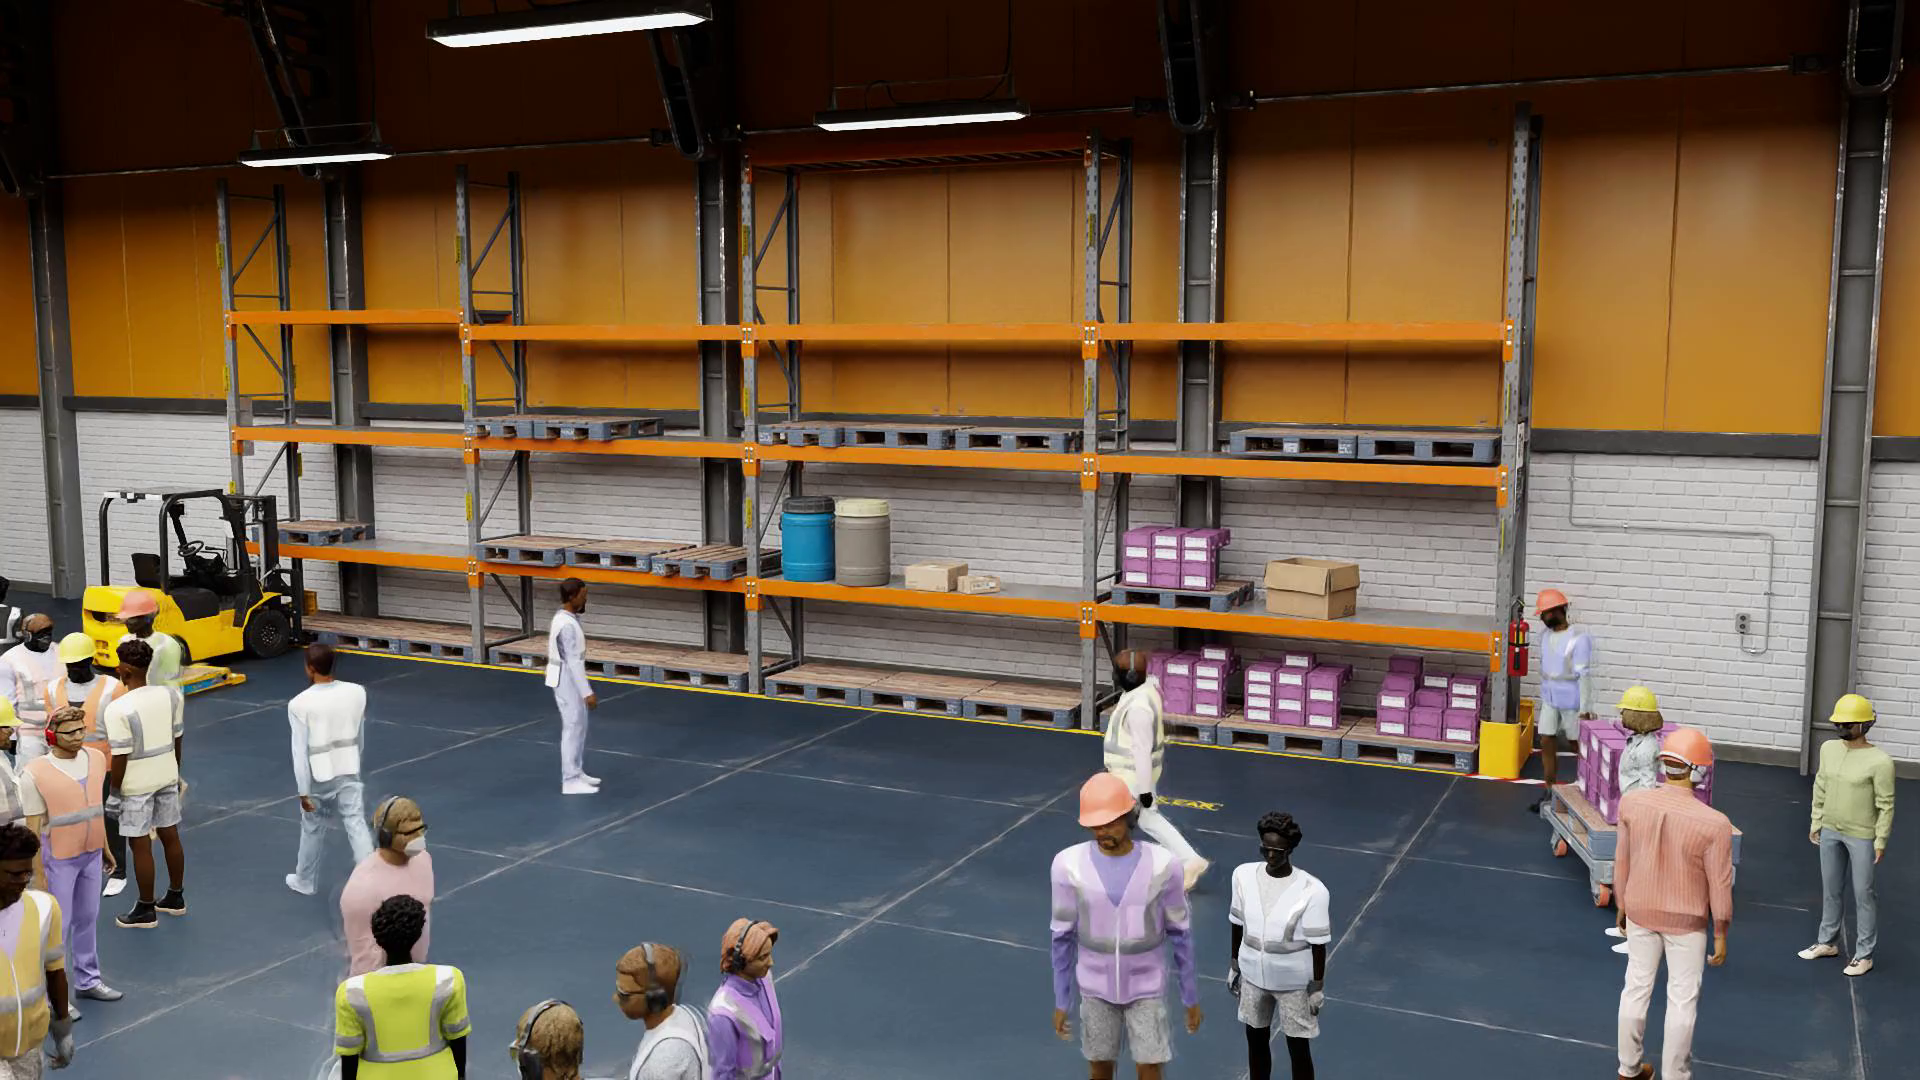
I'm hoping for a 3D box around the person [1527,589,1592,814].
[{"bbox_3d":[5.161,1.344,14.122,0.884,1.878,0.581,-4,8,-30],"label":"person"}]

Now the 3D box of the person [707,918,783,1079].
[{"bbox_3d":[-0.887,2.347,6.855,0.313,1.631,0.523,2,7,13],"label":"person"}]

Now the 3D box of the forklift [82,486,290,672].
[{"bbox_3d":[-9.426,0.454,20.179,1.214,2.155,2.313,3,8,26],"label":"forklift"}]

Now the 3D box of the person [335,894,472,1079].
[{"bbox_3d":[-2.297,2.307,6.899,0.536,1.697,0.322,-2,7,-19],"label":"person"}]

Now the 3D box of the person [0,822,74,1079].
[{"bbox_3d":[-4.227,2.169,7.258,0.920,1.921,0.658,4,8,31],"label":"person"}]

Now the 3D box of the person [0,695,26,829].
[{"bbox_3d":[-5.919,1.850,10.205,0.403,1.817,0.601,-4,8,-29],"label":"person"}]

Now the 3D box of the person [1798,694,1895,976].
[{"bbox_3d":[5.585,1.841,10.468,0.314,1.767,0.534,-3,8,-23],"label":"person"}]

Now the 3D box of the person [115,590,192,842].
[{"bbox_3d":[-6.410,1.379,13.271,0.609,2.023,0.611,3,7,21],"label":"person"}]

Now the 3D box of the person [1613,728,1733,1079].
[{"bbox_3d":[3.707,1.958,8.651,0.412,1.980,0.626,-6,9,-40],"label":"person"}]

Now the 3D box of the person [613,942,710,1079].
[{"bbox_3d":[-1.092,2.341,6.076,0.405,1.830,0.557,0,7,0],"label":"person"}]

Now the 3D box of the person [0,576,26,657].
[{"bbox_3d":[-9.334,1.191,16.172,0.539,1.685,0.320,-2,7,-20],"label":"person"}]

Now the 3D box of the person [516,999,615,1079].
[{"bbox_3d":[-1.245,2.396,5.252,0.372,1.927,0.635,4,8,27],"label":"person"}]

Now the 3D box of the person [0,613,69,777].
[{"bbox_3d":[-7.249,1.485,13.139,0.429,1.835,0.623,4,8,29],"label":"person"}]

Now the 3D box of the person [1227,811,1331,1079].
[{"bbox_3d":[1.561,2.156,8.199,0.539,1.693,0.321,5,9,37],"label":"person"}]

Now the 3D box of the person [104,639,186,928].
[{"bbox_3d":[-5.538,1.641,11.295,0.368,1.967,0.600,3,7,20],"label":"person"}]

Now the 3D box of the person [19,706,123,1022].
[{"bbox_3d":[-5.261,1.880,9.823,0.374,1.843,0.575,2,7,16],"label":"person"}]

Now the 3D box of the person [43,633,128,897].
[{"bbox_3d":[-6.217,1.600,11.857,0.588,1.918,0.402,0,7,0],"label":"person"}]

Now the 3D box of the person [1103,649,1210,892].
[{"bbox_3d":[1.320,1.658,11.832,0.874,1.810,0.626,2,7,13],"label":"person"}]

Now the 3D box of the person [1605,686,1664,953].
[{"bbox_3d":[4.393,1.810,10.814,0.313,1.744,0.488,2,7,17],"label":"person"}]

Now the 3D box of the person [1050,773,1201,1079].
[{"bbox_3d":[0.755,2.066,7.658,0.711,2.021,0.419,1,7,10],"label":"person"}]

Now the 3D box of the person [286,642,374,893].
[{"bbox_3d":[-4.442,1.640,11.719,1.007,1.870,0.590,7,10,44],"label":"person"}]

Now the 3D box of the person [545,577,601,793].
[{"bbox_3d":[-3.410,1.274,14.570,0.426,1.913,0.618,-1,7,-11],"label":"person"}]

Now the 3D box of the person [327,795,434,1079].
[{"bbox_3d":[-2.658,2.111,7.801,1.059,1.878,0.645,2,7,15],"label":"person"}]
